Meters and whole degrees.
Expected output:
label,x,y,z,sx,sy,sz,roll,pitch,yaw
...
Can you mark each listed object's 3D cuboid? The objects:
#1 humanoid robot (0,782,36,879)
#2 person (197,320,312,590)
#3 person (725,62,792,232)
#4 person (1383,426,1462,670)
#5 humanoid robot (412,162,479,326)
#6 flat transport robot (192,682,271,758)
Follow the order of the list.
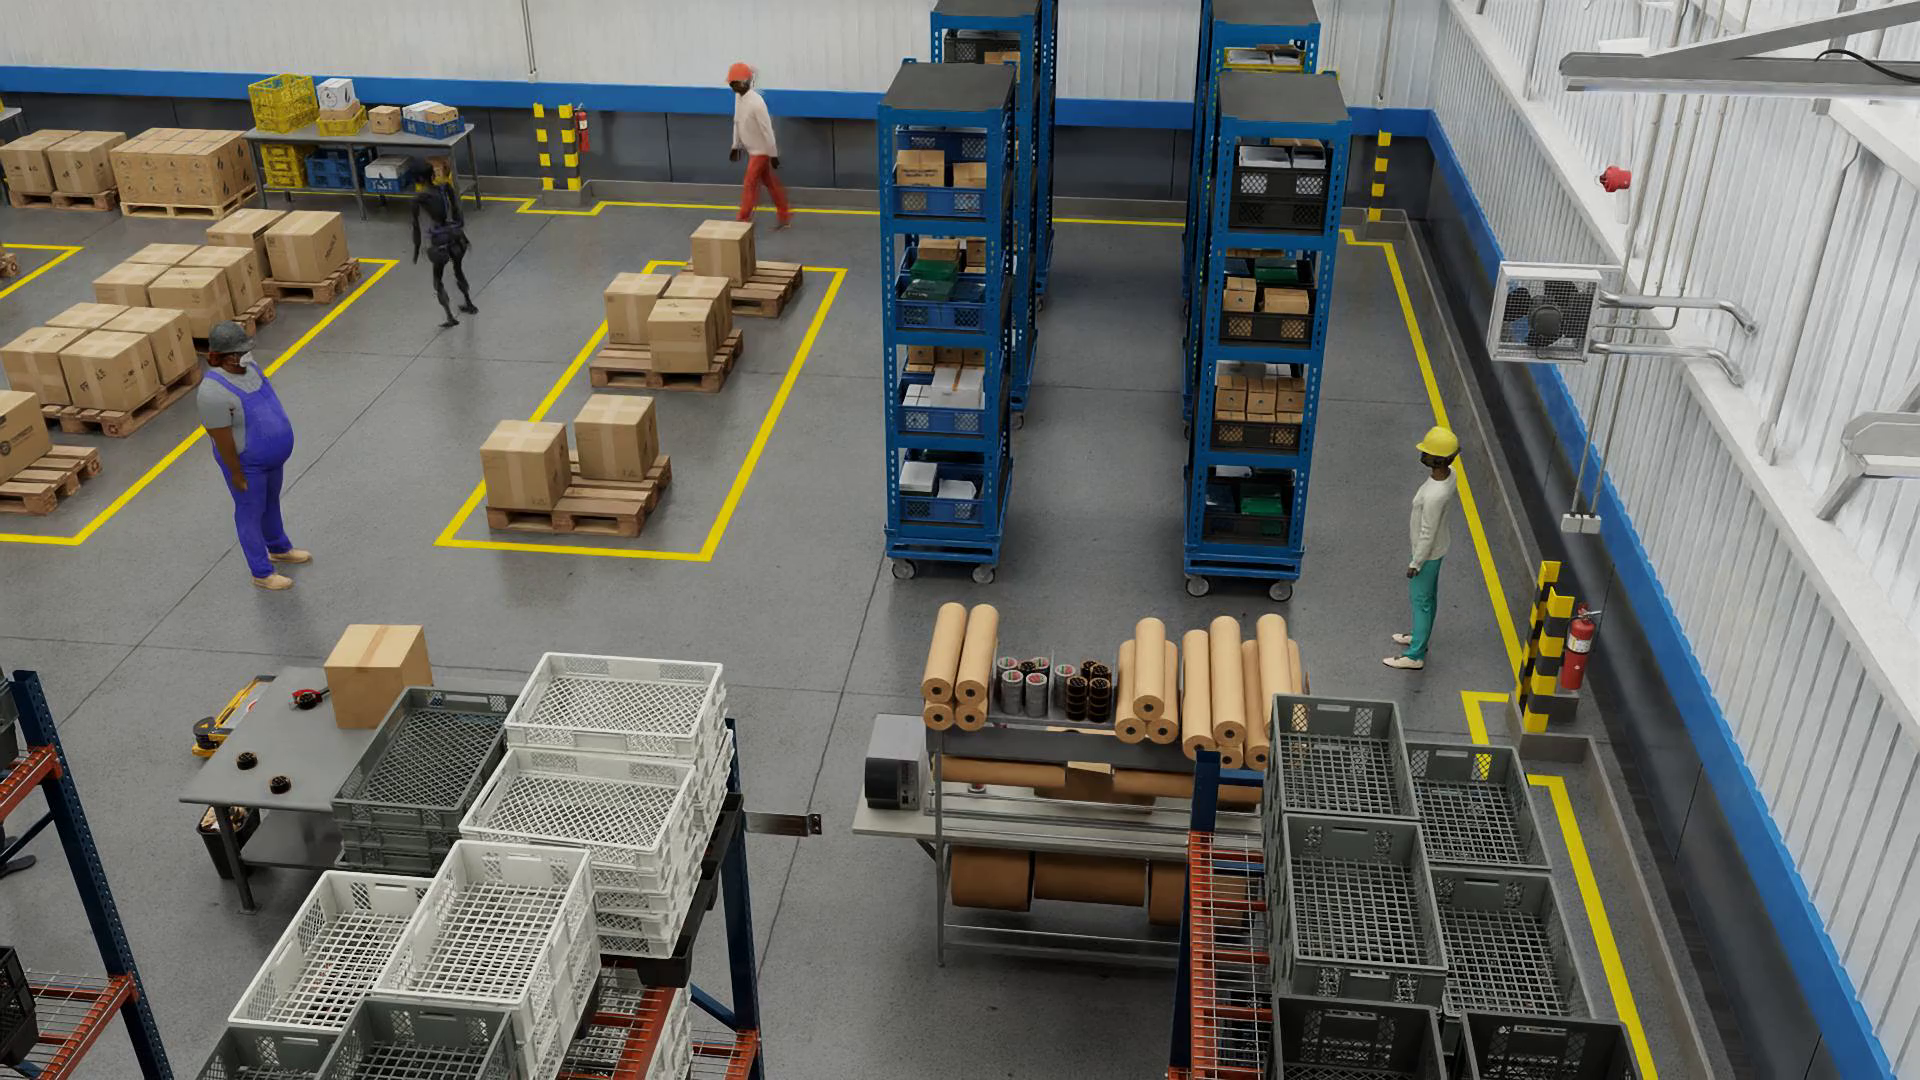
label,x,y,z,sx,sy,sz,roll,pitch,yaw
humanoid robot,-5.557,1.139,9.317,0.568,1.651,0.342,21,36,32
person,-5.069,-0.638,12.010,0.537,2.000,0.677,2,30,4
person,-2.337,-4.299,18.394,1.012,1.932,0.613,-14,33,-22
person,3.097,0.053,11.093,0.313,1.768,0.524,13,33,21
humanoid robot,-5.042,-2.945,16.346,0.458,1.630,0.664,19,35,29
flat transport robot,-4.089,1.163,10.648,1.431,0.197,0.652,3,30,6
